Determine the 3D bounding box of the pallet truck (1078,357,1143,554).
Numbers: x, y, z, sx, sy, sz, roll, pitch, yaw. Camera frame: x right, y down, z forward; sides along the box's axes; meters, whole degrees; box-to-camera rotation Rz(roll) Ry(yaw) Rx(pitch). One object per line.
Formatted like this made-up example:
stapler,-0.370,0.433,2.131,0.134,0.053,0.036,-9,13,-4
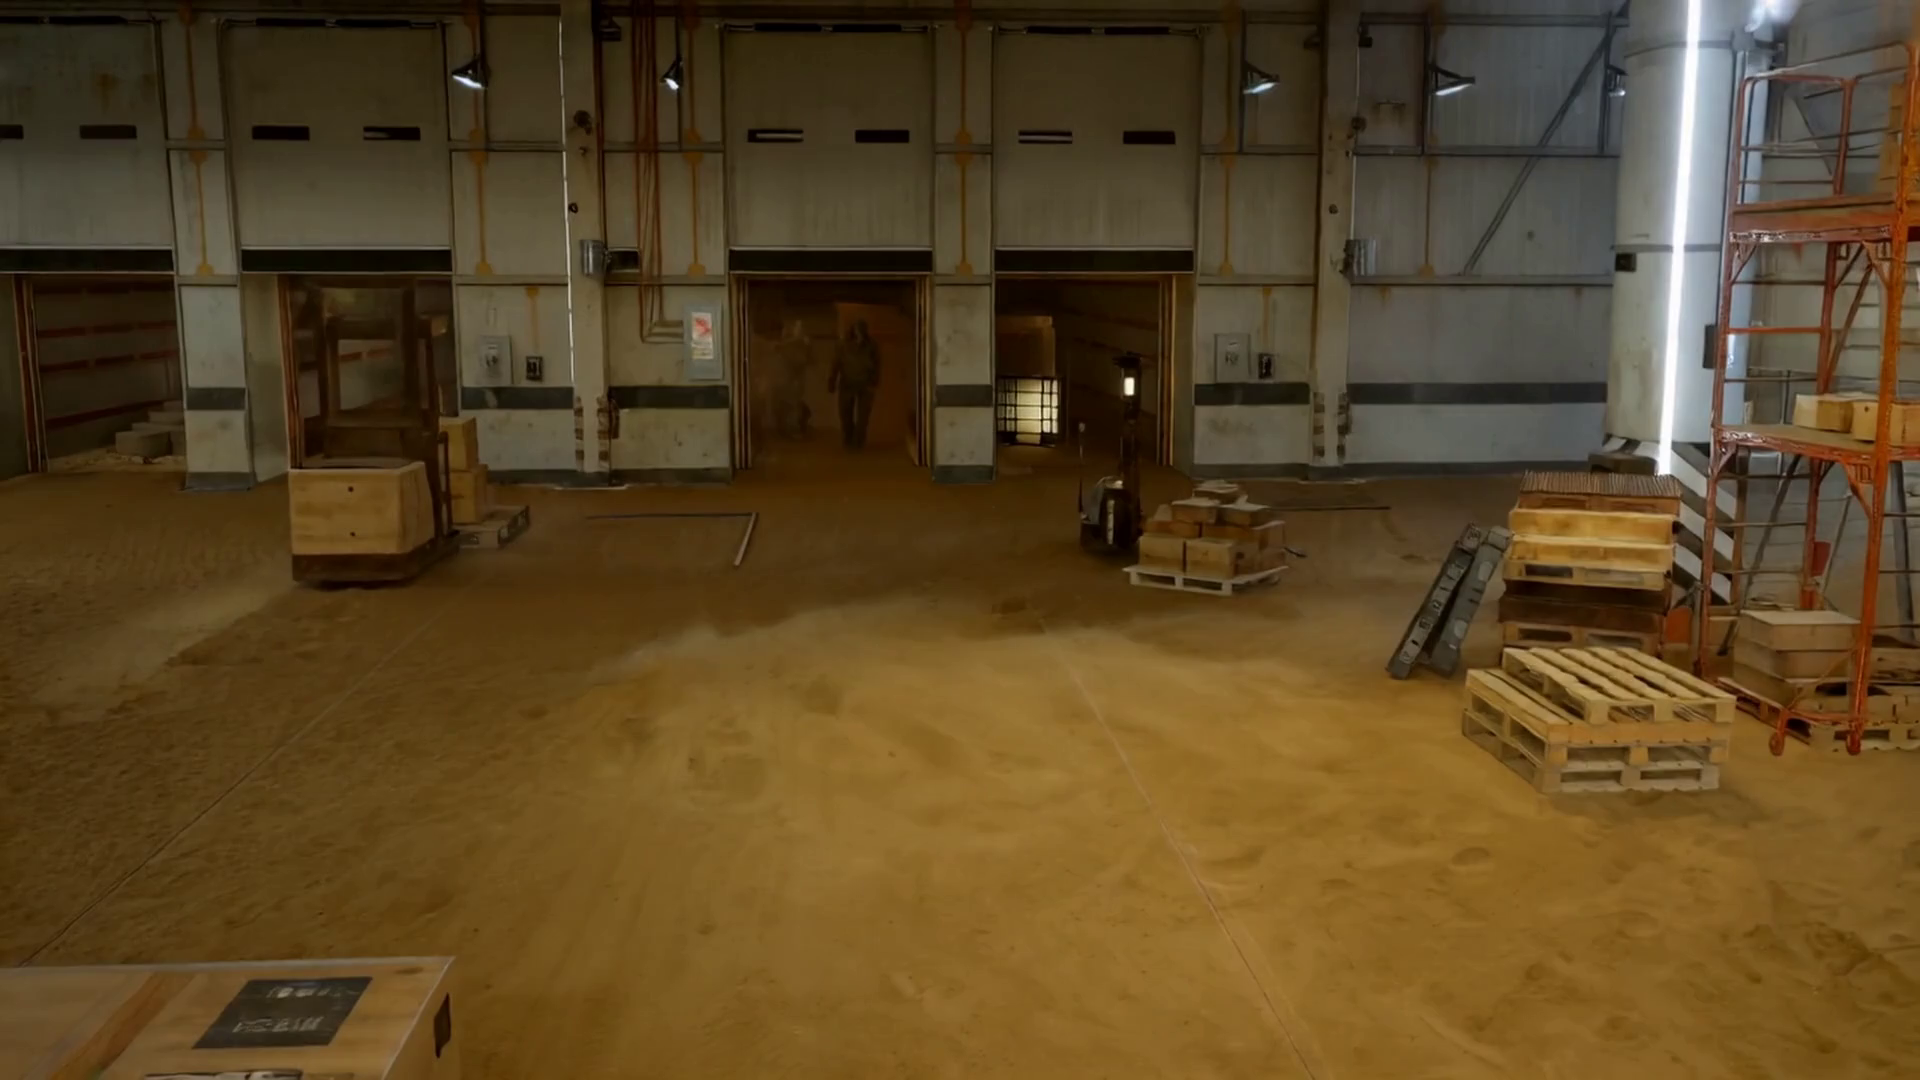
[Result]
pallet truck,2.088,-0.836,16.757,1.885,1.965,0.823,2,9,13

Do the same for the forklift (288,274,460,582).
forklift,-5.554,-1.101,15.662,1.129,2.768,1.873,-1,9,-4
